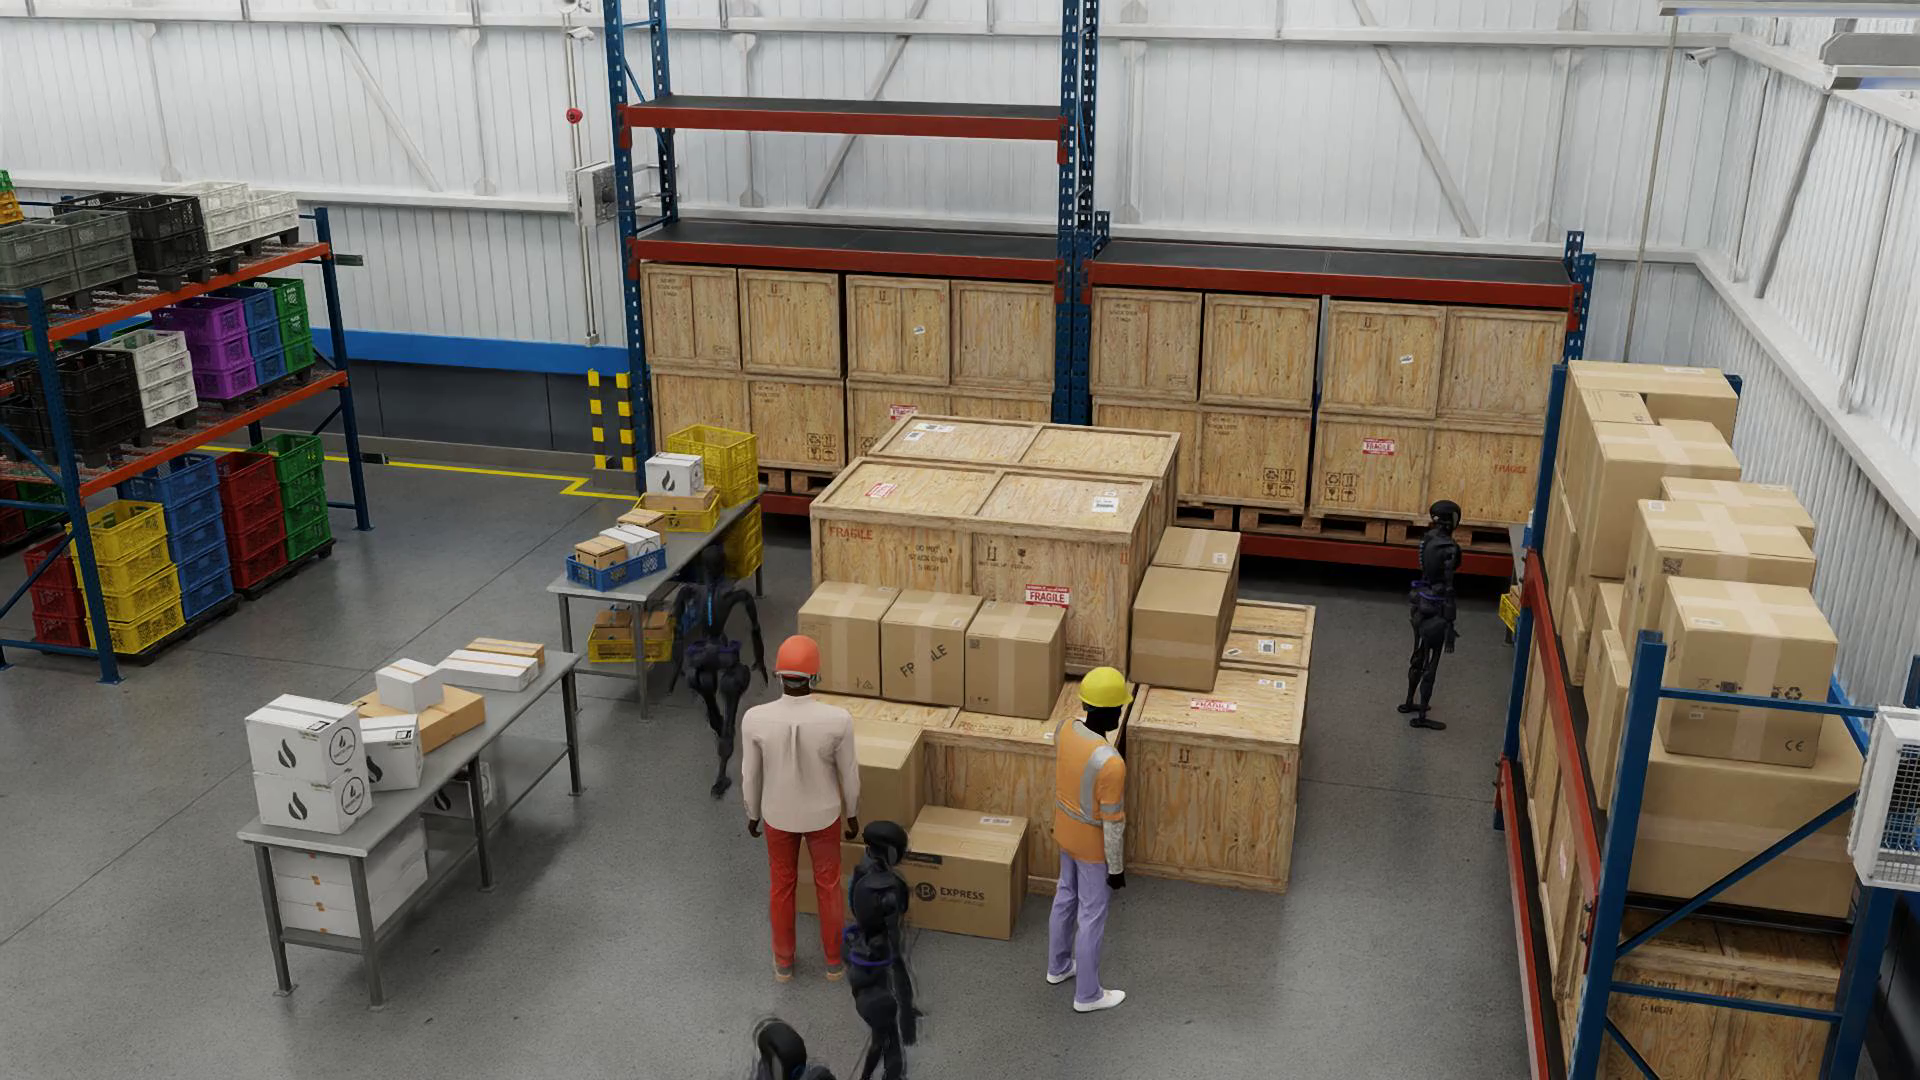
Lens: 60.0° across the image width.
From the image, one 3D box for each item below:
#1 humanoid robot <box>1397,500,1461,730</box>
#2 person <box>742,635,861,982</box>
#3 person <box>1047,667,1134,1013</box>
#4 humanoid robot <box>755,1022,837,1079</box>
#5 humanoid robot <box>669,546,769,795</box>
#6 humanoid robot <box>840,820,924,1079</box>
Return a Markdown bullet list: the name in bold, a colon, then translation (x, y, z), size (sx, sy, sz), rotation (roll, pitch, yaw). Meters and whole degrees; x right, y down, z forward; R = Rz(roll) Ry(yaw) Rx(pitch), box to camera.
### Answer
- **humanoid robot**: translation (3.354, 0.506, 11.730), size (0.327, 1.657, 0.584), rotation (-1, 21, -4)
- **person**: translation (-0.837, 1.438, 8.869), size (0.621, 1.991, 0.394), rotation (0, 21, 0)
- **person**: translation (0.693, 1.549, 8.692), size (0.405, 1.918, 0.582), rotation (-10, 23, -25)
- **humanoid robot**: translation (-0.645, 2.562, 6.378), size (0.620, 1.650, 0.390), rotation (-19, 28, -40)
- **humanoid robot**: translation (-1.598, 0.814, 11.002), size (0.616, 1.623, 0.789), rotation (3, 21, 7)
- **humanoid robot**: translation (-0.371, 2.029, 7.778), size (0.340, 1.635, 0.632), rotation (-5, 22, -14)
